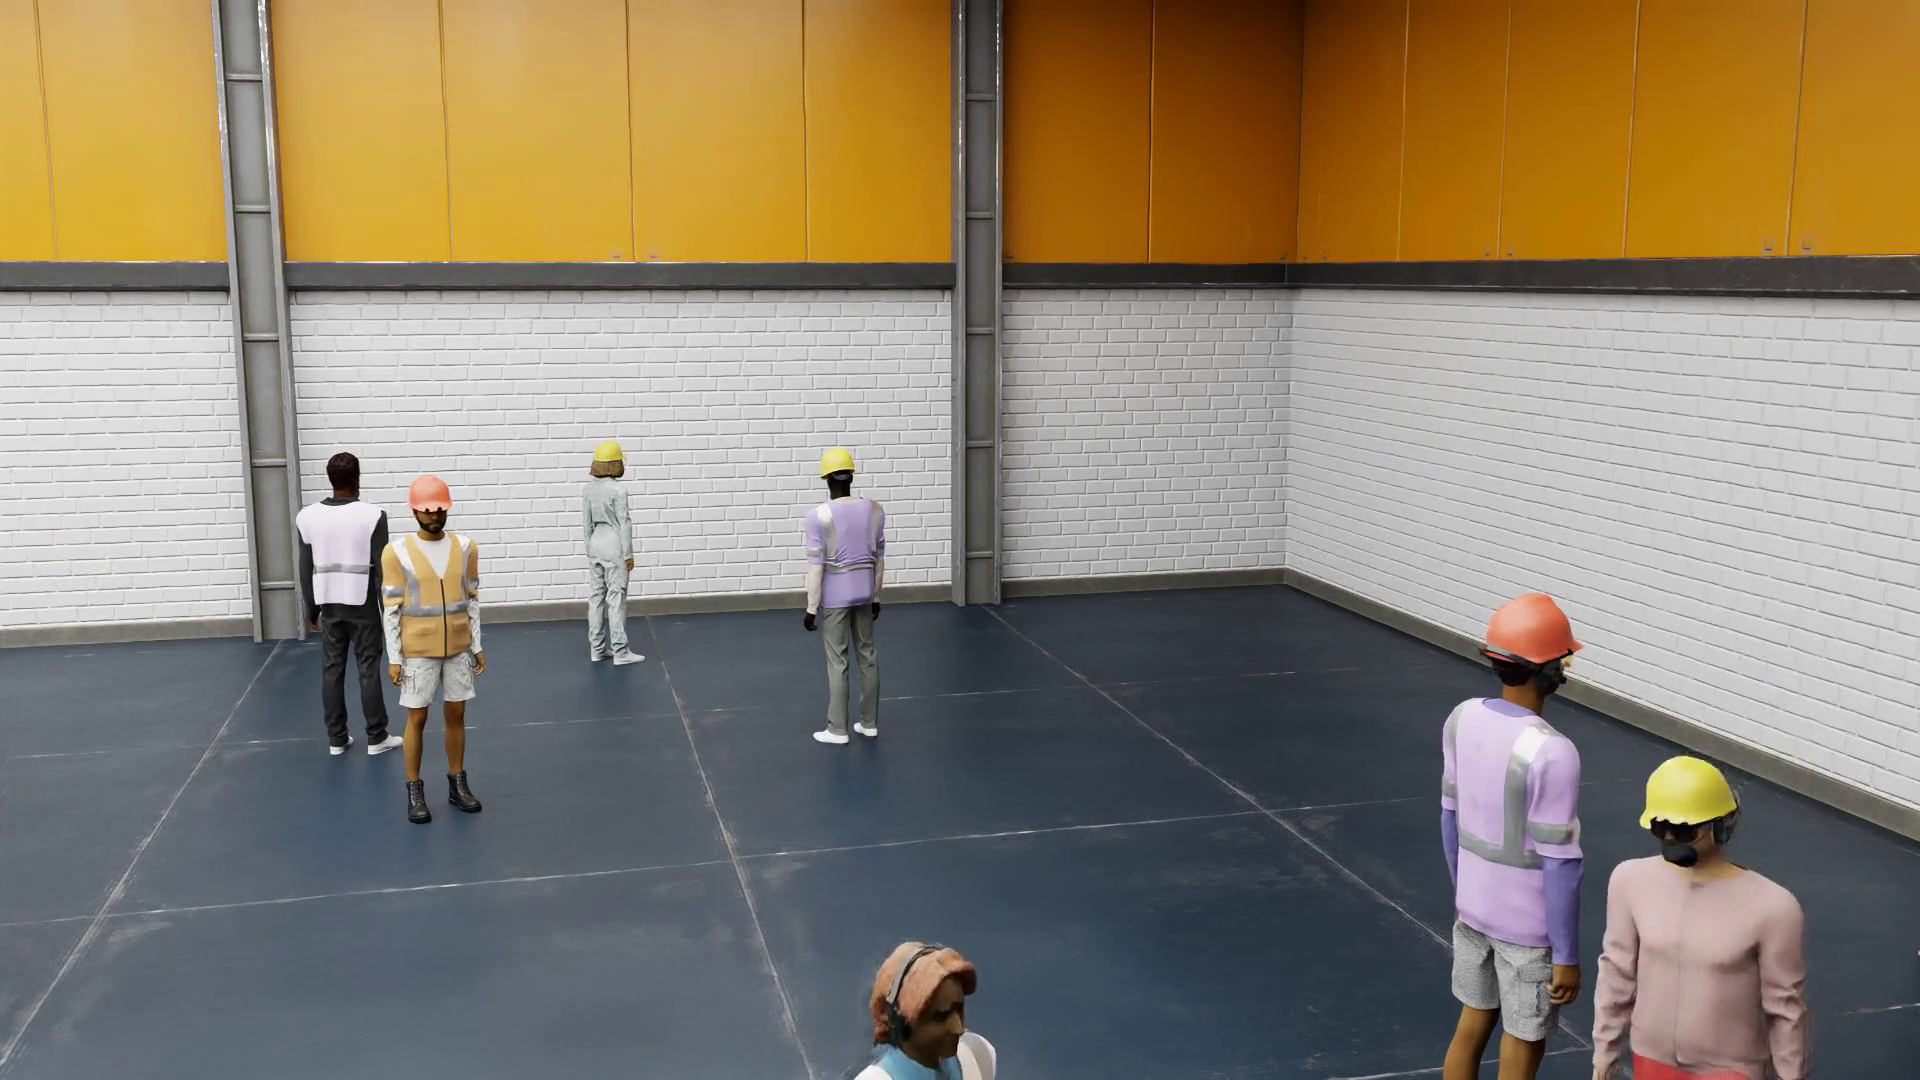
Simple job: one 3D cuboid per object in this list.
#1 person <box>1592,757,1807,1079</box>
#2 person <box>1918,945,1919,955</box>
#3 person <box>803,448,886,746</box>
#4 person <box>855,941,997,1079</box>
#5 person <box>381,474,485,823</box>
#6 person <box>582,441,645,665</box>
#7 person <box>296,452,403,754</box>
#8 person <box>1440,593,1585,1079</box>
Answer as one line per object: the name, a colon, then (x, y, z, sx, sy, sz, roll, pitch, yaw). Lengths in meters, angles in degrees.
person: (1.943, 1.453, 4.495, 0.671, 1.734, 0.540, -9, 13, -44)
person: (4.433, 1.071, 7.225, 0.268, 1.631, 0.507, -3, 10, -17)
person: (-0.754, 0.369, 10.730, 0.585, 1.916, 0.390, -7, 11, -36)
person: (-0.129, 1.645, 3.714, 0.770, 1.614, 0.522, 7, 12, 38)
person: (-2.905, 0.595, 9.250, 0.551, 1.935, 0.371, -7, 11, -37)
person: (-2.721, 0.095, 12.970, 0.483, 1.745, 0.305, 7, 11, 36)
person: (-3.855, 0.407, 10.479, 0.590, 1.920, 0.399, 1, 9, 6)
person: (1.764, 1.177, 5.272, 0.362, 2.048, 0.613, -3, 10, -17)
